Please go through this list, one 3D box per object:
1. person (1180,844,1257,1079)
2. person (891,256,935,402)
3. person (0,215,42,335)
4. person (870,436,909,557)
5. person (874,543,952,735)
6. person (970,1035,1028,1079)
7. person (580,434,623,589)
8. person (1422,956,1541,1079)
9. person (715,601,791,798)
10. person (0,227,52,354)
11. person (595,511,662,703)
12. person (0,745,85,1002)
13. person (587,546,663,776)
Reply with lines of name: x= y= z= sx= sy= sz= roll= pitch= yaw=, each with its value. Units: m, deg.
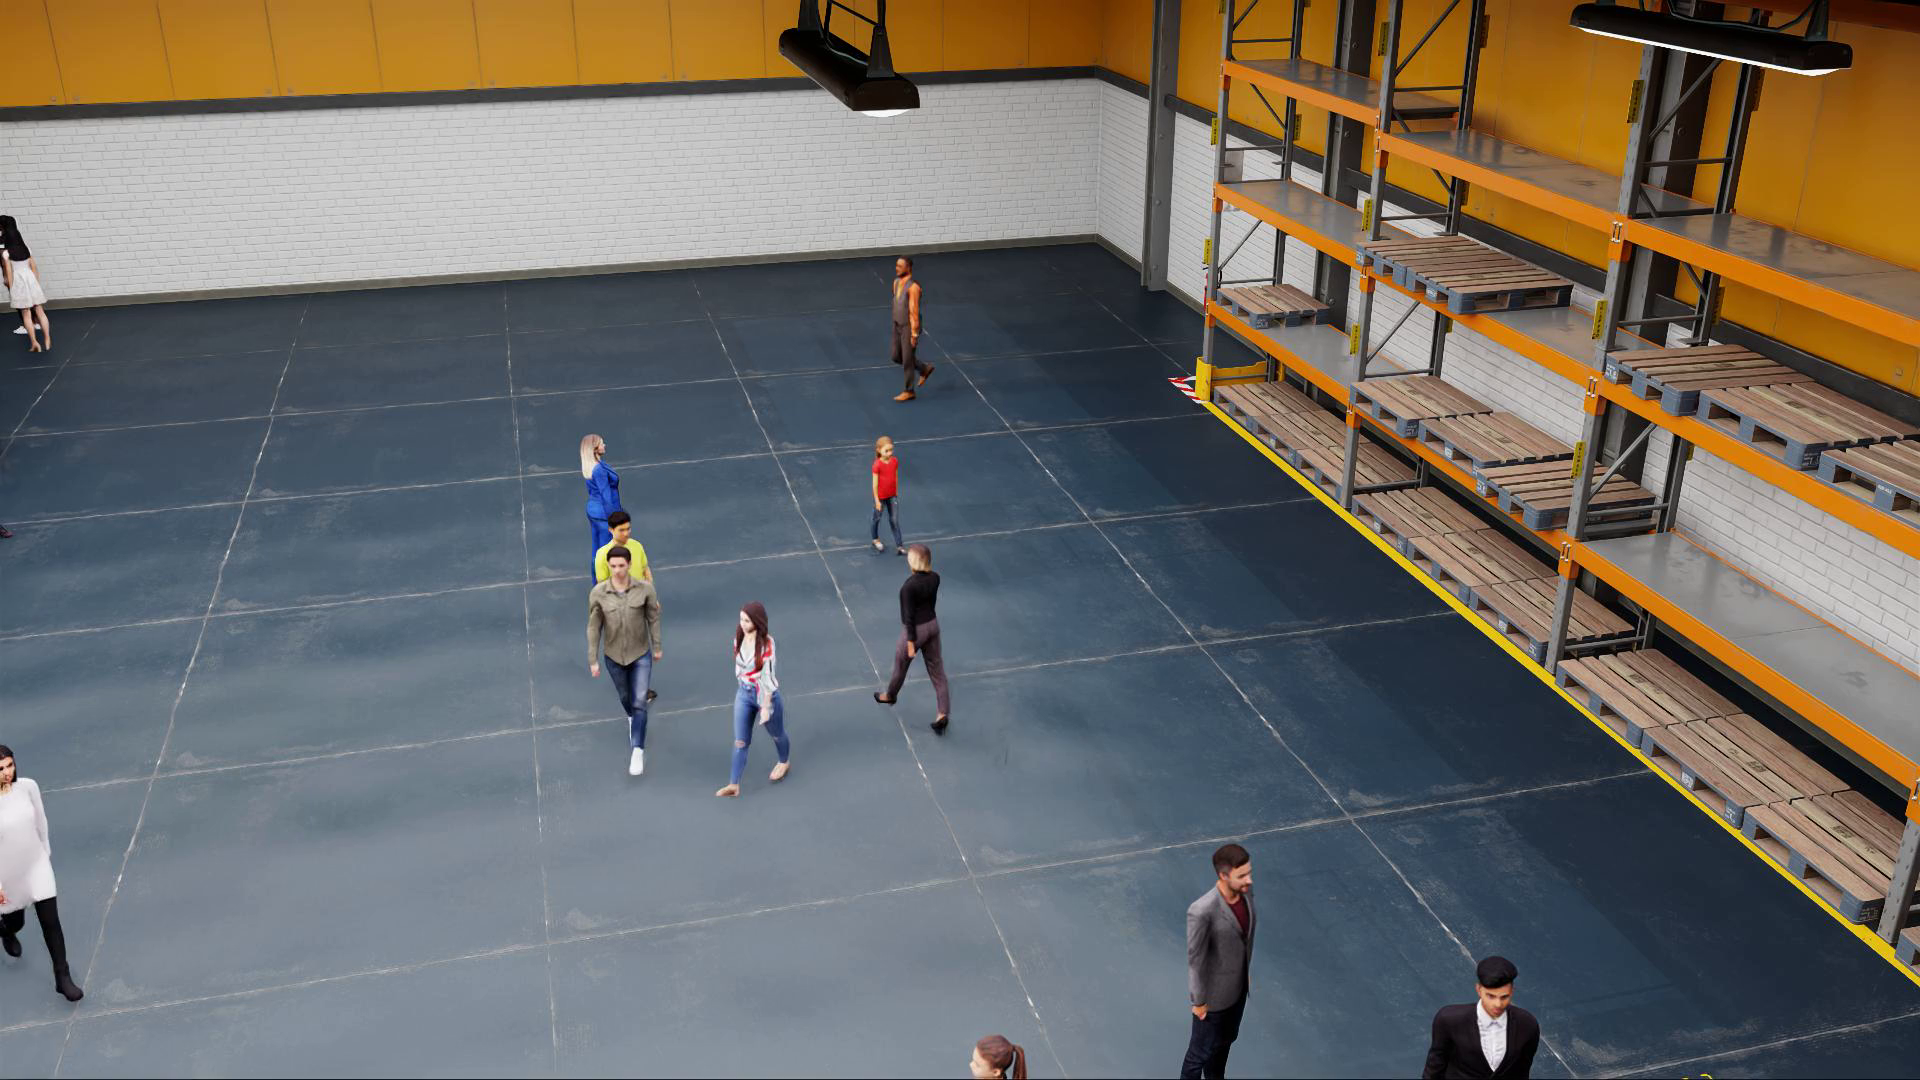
person: x=1.479 y=2.531 z=9.462 sx=0.798 sy=1.874 sz=0.782 roll=20 pitch=31 yaw=38
person: x=-0.598 y=-2.744 z=21.507 sx=0.935 sy=1.892 sz=0.973 roll=-16 pitch=28 yaw=-32
person: x=-13.836 y=-3.898 z=24.353 sx=0.760 sy=1.729 sz=0.636 roll=4 pitch=24 yaw=8
person: x=-0.809 y=-0.473 z=17.069 sx=0.643 sy=1.287 sz=0.899 roll=-14 pitch=27 yaw=-30
person: x=-0.249 y=0.844 z=13.621 sx=1.115 sy=1.634 sz=0.967 roll=19 pitch=30 yaw=36
person: x=0.177 y=3.145 z=8.460 sx=0.657 sy=1.553 sz=0.562 roll=1 pitch=24 yaw=3
person: x=-3.444 y=-0.212 z=15.955 sx=0.738 sy=1.701 sz=0.592 roll=-14 pitch=27 yaw=-29
person: x=2.653 y=2.920 z=8.562 sx=0.757 sy=1.884 sz=0.676 roll=1 pitch=24 yaw=3
person: x=-1.497 y=1.202 z=12.881 sx=1.022 sy=1.572 sz=1.078 roll=13 pitch=27 yaw=27
person: x=-13.179 y=-3.529 z=23.452 sx=0.820 sy=1.773 sz=0.775 roll=17 pitch=29 yaw=34
person: x=-2.931 y=0.513 z=14.320 sx=1.067 sy=1.681 sz=0.941 roll=18 pitch=30 yaw=36
person: x=-6.020 y=2.090 z=10.581 sx=1.156 sy=1.787 sz=1.005 roll=17 pitch=29 yaw=34
person: x=-2.658 y=0.876 z=13.315 sx=0.843 sy=1.822 sz=1.200 roll=-2 pitch=24 yaw=-4
